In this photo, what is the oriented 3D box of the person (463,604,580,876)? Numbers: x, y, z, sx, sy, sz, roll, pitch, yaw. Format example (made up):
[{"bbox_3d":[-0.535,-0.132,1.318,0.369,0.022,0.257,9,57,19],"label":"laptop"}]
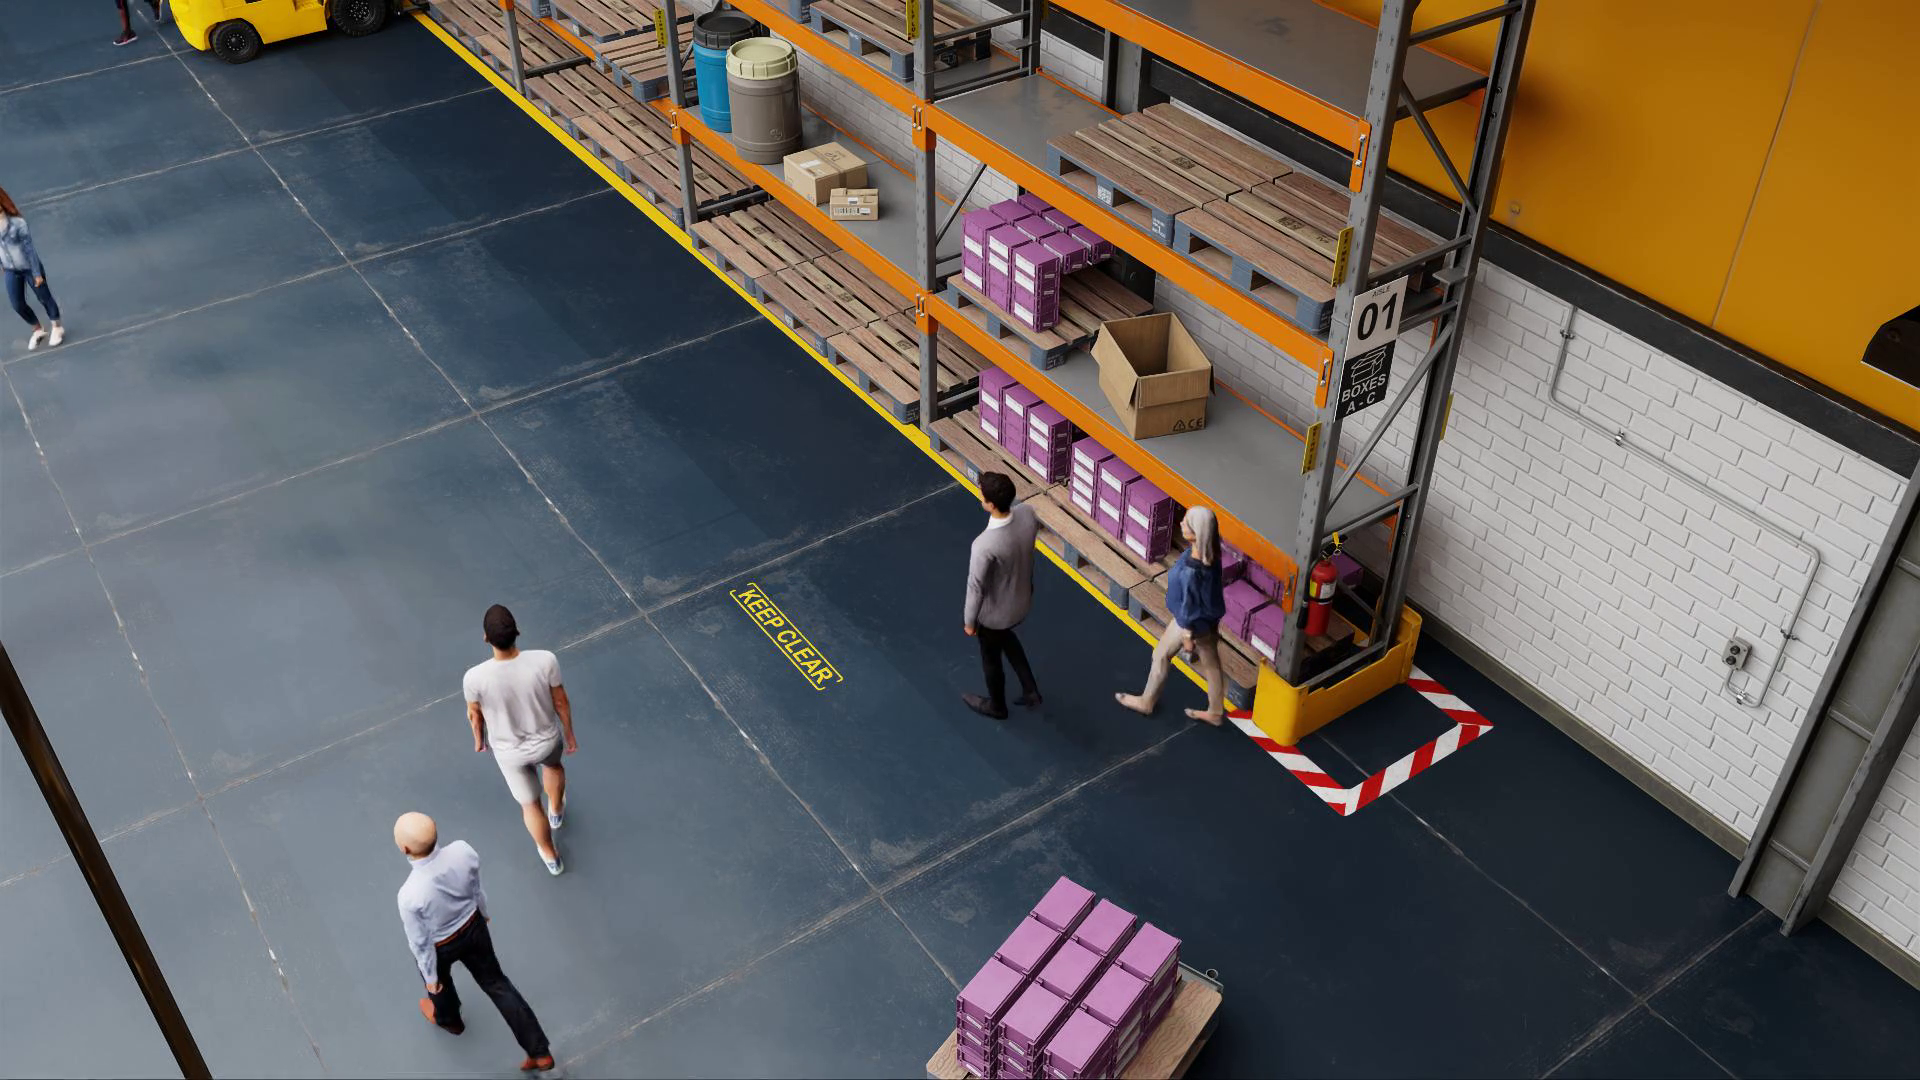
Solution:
[{"bbox_3d":[-2.392,1.174,9.233,0.792,1.834,0.920,-16,41,-20],"label":"person"}]

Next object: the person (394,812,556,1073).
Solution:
[{"bbox_3d":[-2.444,2.020,8.234,1.282,1.760,0.906,25,45,28],"label":"person"}]

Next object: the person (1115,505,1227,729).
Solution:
[{"bbox_3d":[1.531,0.517,10.186,1.011,1.673,0.829,22,44,25],"label":"person"}]

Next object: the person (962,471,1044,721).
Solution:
[{"bbox_3d":[0.328,0.407,10.133,0.905,1.910,0.877,26,45,29],"label":"person"}]

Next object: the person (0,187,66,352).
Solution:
[{"bbox_3d":[-7.791,-2.314,13.897,0.681,1.465,0.725,1,39,1],"label":"person"}]
